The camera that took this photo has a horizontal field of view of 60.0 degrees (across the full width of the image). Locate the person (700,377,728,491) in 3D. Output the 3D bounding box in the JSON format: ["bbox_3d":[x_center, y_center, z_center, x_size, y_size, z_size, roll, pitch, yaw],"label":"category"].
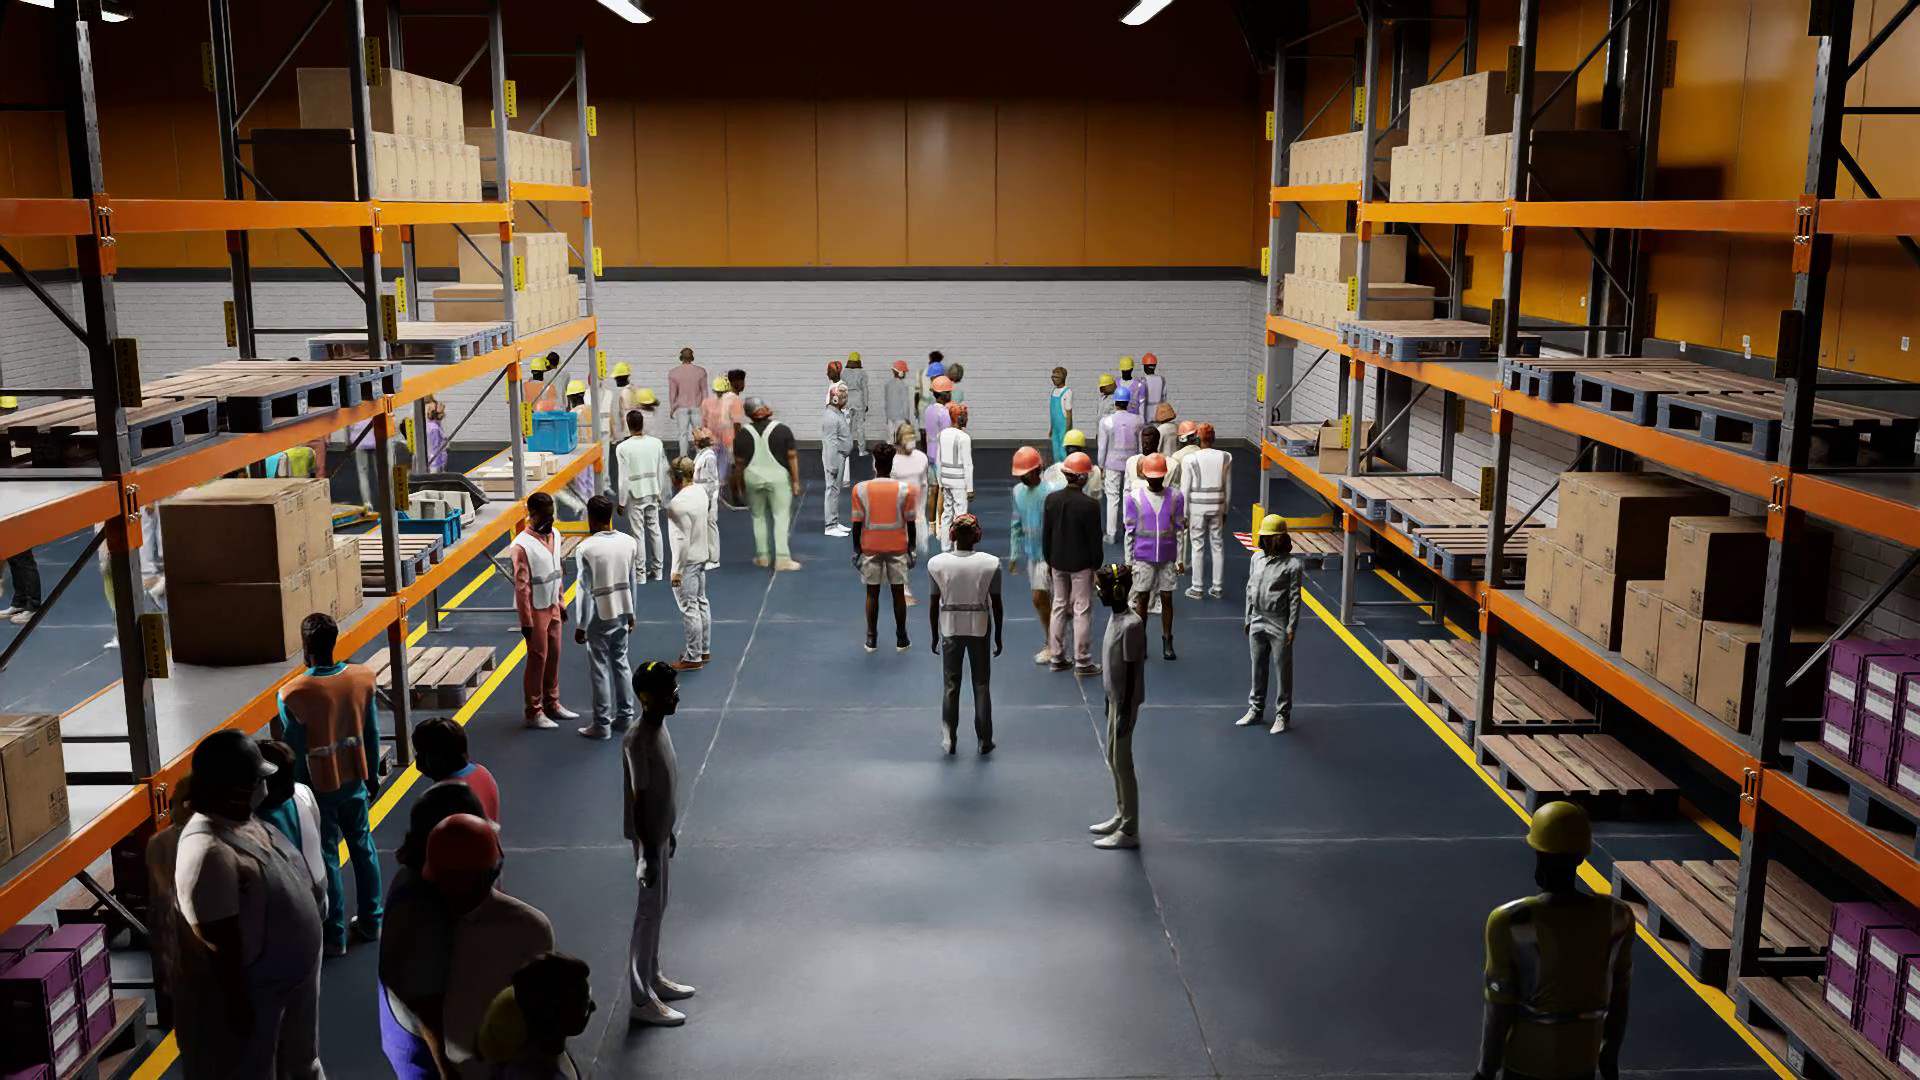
[{"bbox_3d":[-3.432,-1.466,23.779,0.534,1.712,0.925,-2,12,-12],"label":"person"}]

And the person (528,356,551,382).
[{"bbox_3d":[-6.669,-2.078,26.778,0.535,1.755,0.342,-1,11,-4],"label":"person"}]

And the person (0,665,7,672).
[{"bbox_3d":[-8.746,0.294,14.686,0.501,1.839,0.341,6,13,27],"label":"person"}]

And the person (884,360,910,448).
[{"bbox_3d":[-0.955,-1.958,26.192,0.347,1.750,0.572,-9,14,-38],"label":"person"}]

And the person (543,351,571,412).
[{"bbox_3d":[-6.433,-2.066,26.464,0.506,1.861,0.330,-6,13,-30],"label":"person"}]

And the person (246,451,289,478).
[{"bbox_3d":[-7.483,-0.376,18.009,0.565,1.846,0.390,2,12,12],"label":"person"}]

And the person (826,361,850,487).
[{"bbox_3d":[-1.807,-1.715,24.653,0.345,1.880,0.583,-3,12,-17],"label":"person"}]

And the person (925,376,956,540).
[{"bbox_3d":[-0.219,-1.027,20.764,0.370,2.048,0.607,-5,12,-25],"label":"person"}]

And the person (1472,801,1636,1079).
[{"bbox_3d":[2.218,1.920,6.292,0.594,1.924,0.382,-2,11,-10],"label":"person"}]

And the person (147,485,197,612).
[{"bbox_3d":[-7.919,-0.031,16.861,0.629,1.613,0.528,-7,13,-31],"label":"person"}]

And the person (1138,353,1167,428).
[{"bbox_3d":[2.867,-1.868,25.267,0.552,1.933,0.374,-6,13,-27],"label":"person"}]

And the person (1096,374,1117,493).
[{"bbox_3d":[2.126,-1.549,24.170,0.305,1.736,0.484,-8,14,-34],"label":"person"}]

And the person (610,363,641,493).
[{"bbox_3d":[-4.810,-1.612,24.065,0.465,1.909,0.596,-1,11,-6],"label":"person"}]

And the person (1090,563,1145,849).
[{"bbox_3d":[1.019,1.064,10.773,0.347,1.855,0.532,-1,11,-6],"label":"person"}]

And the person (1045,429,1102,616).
[{"bbox_3d":[1.137,-0.186,16.979,0.574,1.880,0.941,4,12,20],"label":"person"}]

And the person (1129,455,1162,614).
[{"bbox_3d":[1.895,-0.065,16.957,0.308,1.645,0.515,-5,12,-24],"label":"person"}]

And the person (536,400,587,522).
[{"bbox_3d":[-5.111,-0.934,21.133,0.559,1.712,0.579,1,11,7],"label":"person"}]

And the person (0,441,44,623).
[{"bbox_3d":[-9.457,-0.172,16.606,0.608,1.997,0.375,9,15,39],"label":"person"}]

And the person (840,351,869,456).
[{"bbox_3d":[-1.764,-2.279,27.810,0.490,1.743,0.324,2,12,12],"label":"person"}]

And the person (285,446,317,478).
[{"bbox_3d":[-7.597,-0.509,19.051,0.317,1.697,0.535,7,13,32],"label":"person"}]

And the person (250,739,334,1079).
[{"bbox_3d":[-3.022,1.755,7.377,0.430,1.832,0.632,3,12,16],"label":"person"}]

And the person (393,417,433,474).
[{"bbox_3d":[-6.426,-0.606,19.545,0.551,1.685,0.379,3,12,15],"label":"person"}]

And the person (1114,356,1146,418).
[{"bbox_3d":[2.488,-1.801,24.947,0.587,1.928,0.361,5,12,24],"label":"person"}]

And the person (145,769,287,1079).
[{"bbox_3d":[-3.222,1.791,7.291,0.609,1.791,0.787,-1,11,-4],"label":"person"}]

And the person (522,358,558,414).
[{"bbox_3d":[-6.177,-1.704,24.462,0.587,1.928,0.362,2,11,9],"label":"person"}]

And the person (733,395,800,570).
[{"bbox_3d":[-2.218,-0.690,19.094,0.740,2.000,0.654,0,11,-1],"label":"person"}]

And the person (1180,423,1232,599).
[{"bbox_3d":[2.595,-0.305,17.599,0.567,1.875,0.366,-3,12,-13],"label":"person"}]

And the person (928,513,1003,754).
[{"bbox_3d":[0.041,0.717,12.527,0.567,1.846,0.389,1,11,3],"label":"person"}]

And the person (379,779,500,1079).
[{"bbox_3d":[-1.896,1.866,6.278,0.537,2.000,0.689,-3,12,-16],"label":"person"}]

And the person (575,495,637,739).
[{"bbox_3d":[-2.746,0.597,12.983,0.398,1.909,0.599,7,13,32],"label":"person"}]

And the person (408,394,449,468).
[{"bbox_3d":[-7.334,-1.308,22.967,0.515,1.723,0.446,-6,13,-26],"label":"person"}]

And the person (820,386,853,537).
[{"bbox_3d":[-1.545,-0.995,20.986,0.401,1.903,0.644,0,11,0],"label":"person"}]

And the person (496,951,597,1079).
[{"bbox_3d":[-1.281,2.170,5.244,0.325,1.843,0.516,-4,12,-21],"label":"person"}]
